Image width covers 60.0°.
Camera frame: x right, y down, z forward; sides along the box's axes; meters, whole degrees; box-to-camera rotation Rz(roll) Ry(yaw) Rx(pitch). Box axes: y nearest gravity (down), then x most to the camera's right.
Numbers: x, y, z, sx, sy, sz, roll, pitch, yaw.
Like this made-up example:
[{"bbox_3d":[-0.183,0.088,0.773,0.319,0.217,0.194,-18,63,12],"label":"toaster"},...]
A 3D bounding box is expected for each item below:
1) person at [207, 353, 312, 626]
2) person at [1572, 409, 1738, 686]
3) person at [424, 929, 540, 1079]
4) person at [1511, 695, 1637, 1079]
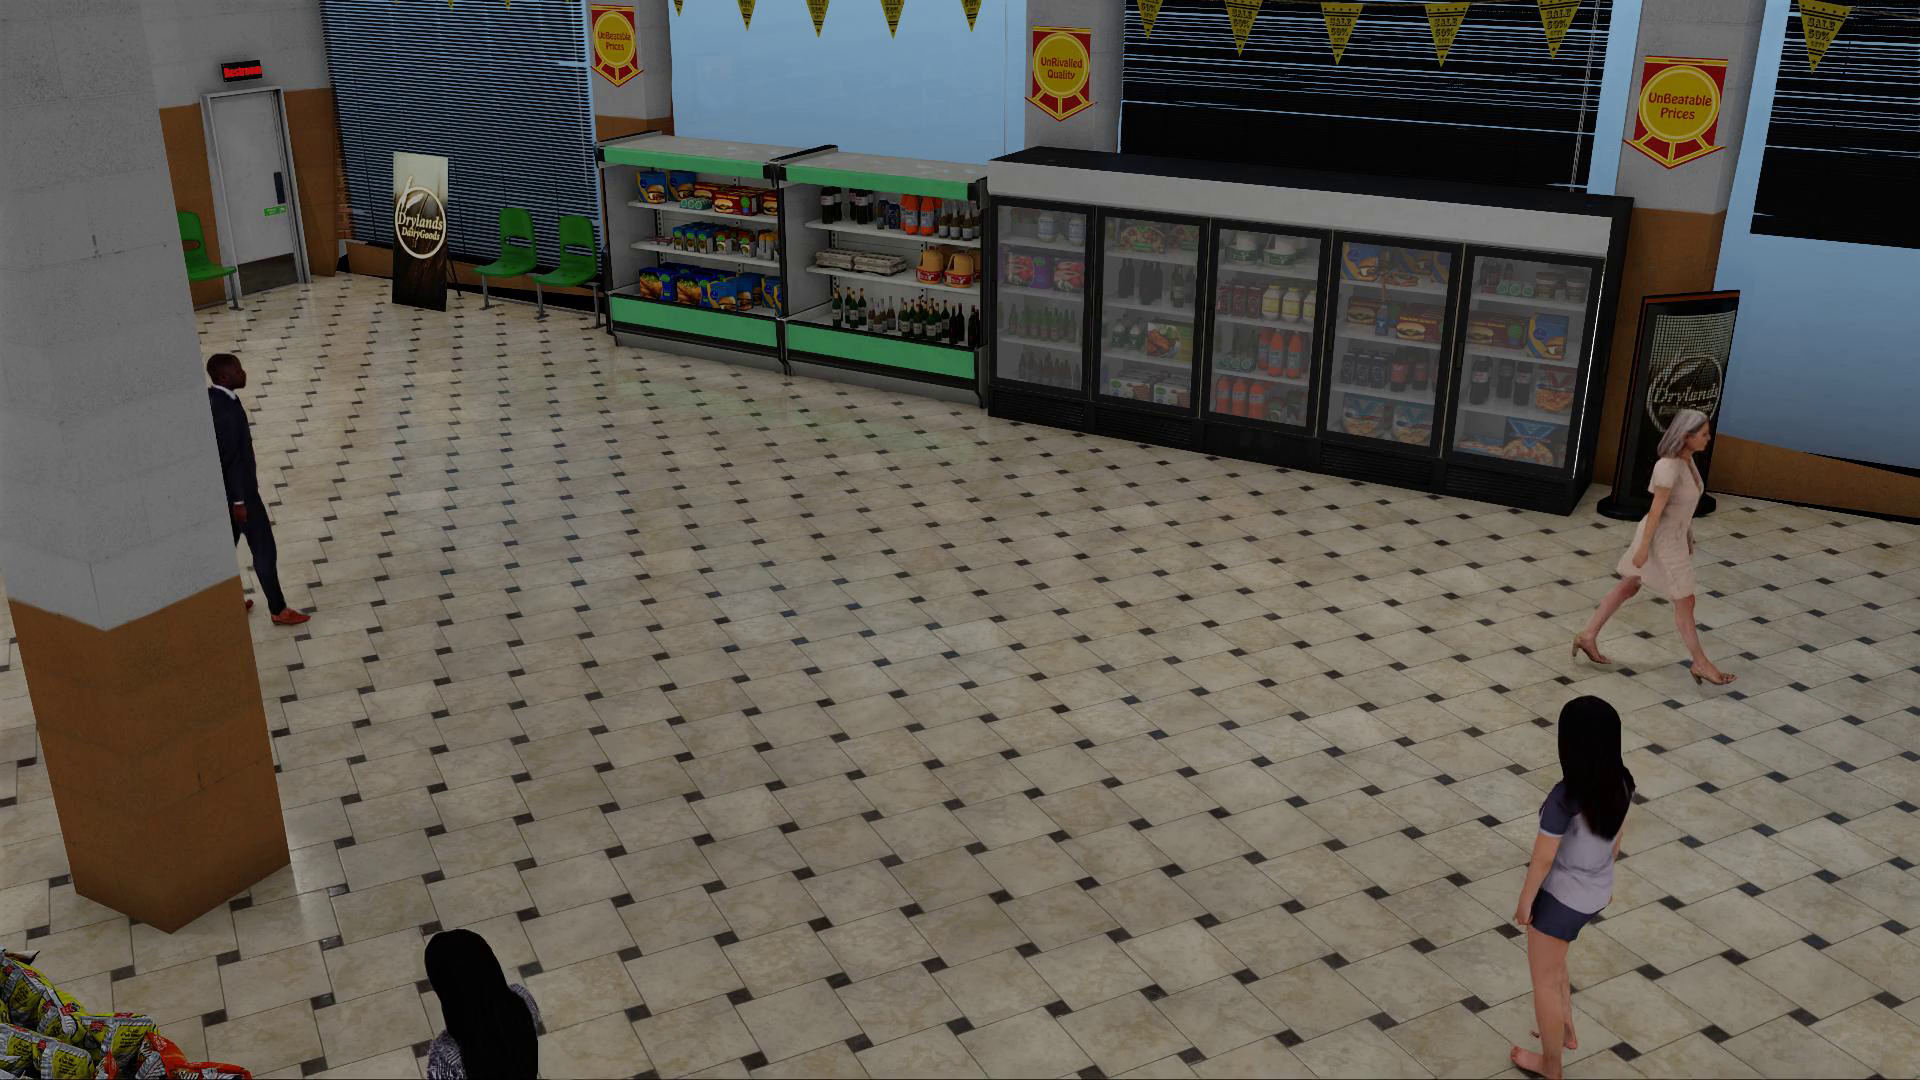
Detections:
[{"bbox_3d":[-4.689,-0.310,10.656,0.988,1.808,0.842,-19,29,-39],"label":"person"},{"bbox_3d":[4.070,0.056,9.923,1.149,1.678,0.605,12,25,26],"label":"person"},{"bbox_3d":[-1.331,1.975,5.115,0.621,1.701,0.618,15,26,32],"label":"person"},{"bbox_3d":[2.452,1.415,6.516,0.710,1.695,0.736,-15,26,-33],"label":"person"}]
